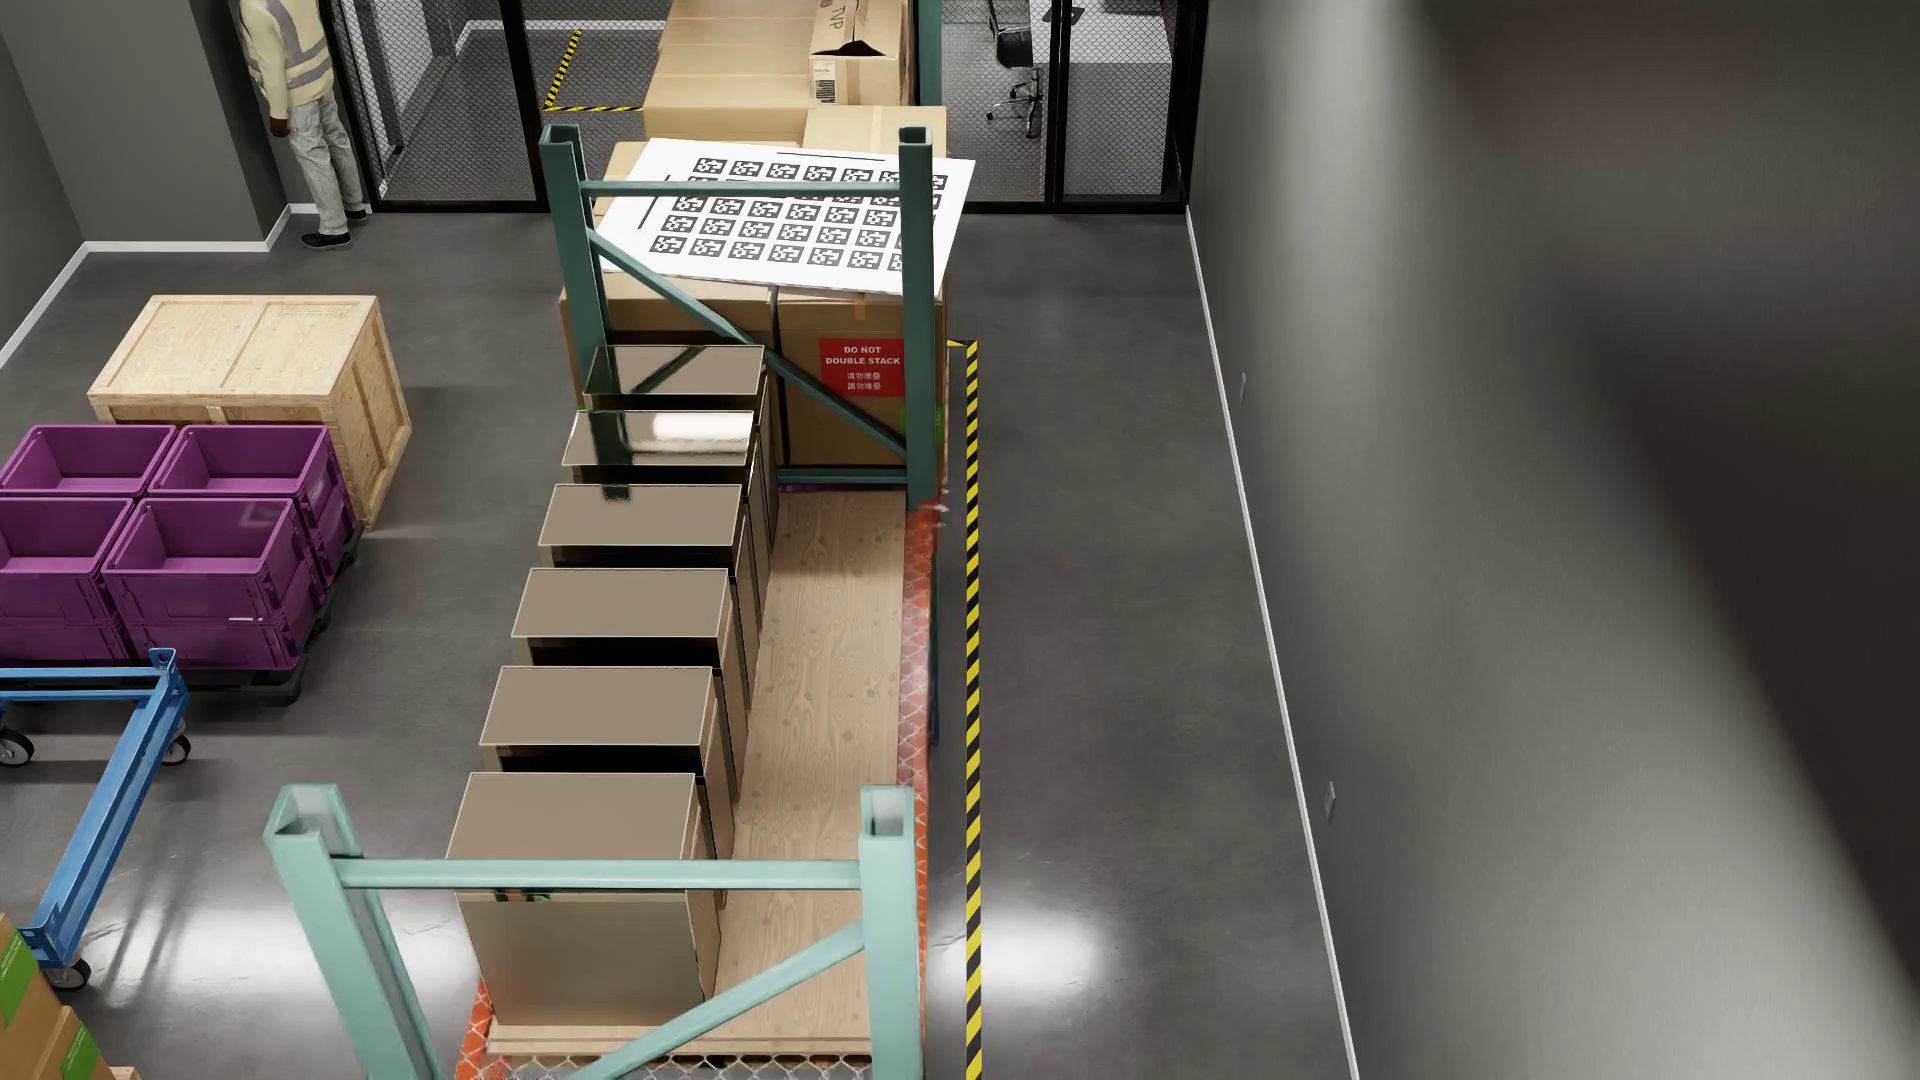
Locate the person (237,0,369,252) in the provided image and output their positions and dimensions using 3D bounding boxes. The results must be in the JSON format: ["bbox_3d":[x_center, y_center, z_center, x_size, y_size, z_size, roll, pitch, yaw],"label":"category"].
[{"bbox_3d":[-3.480,-2.385,8.691,0.404,1.835,0.588,6,42,7],"label":"person"}]
